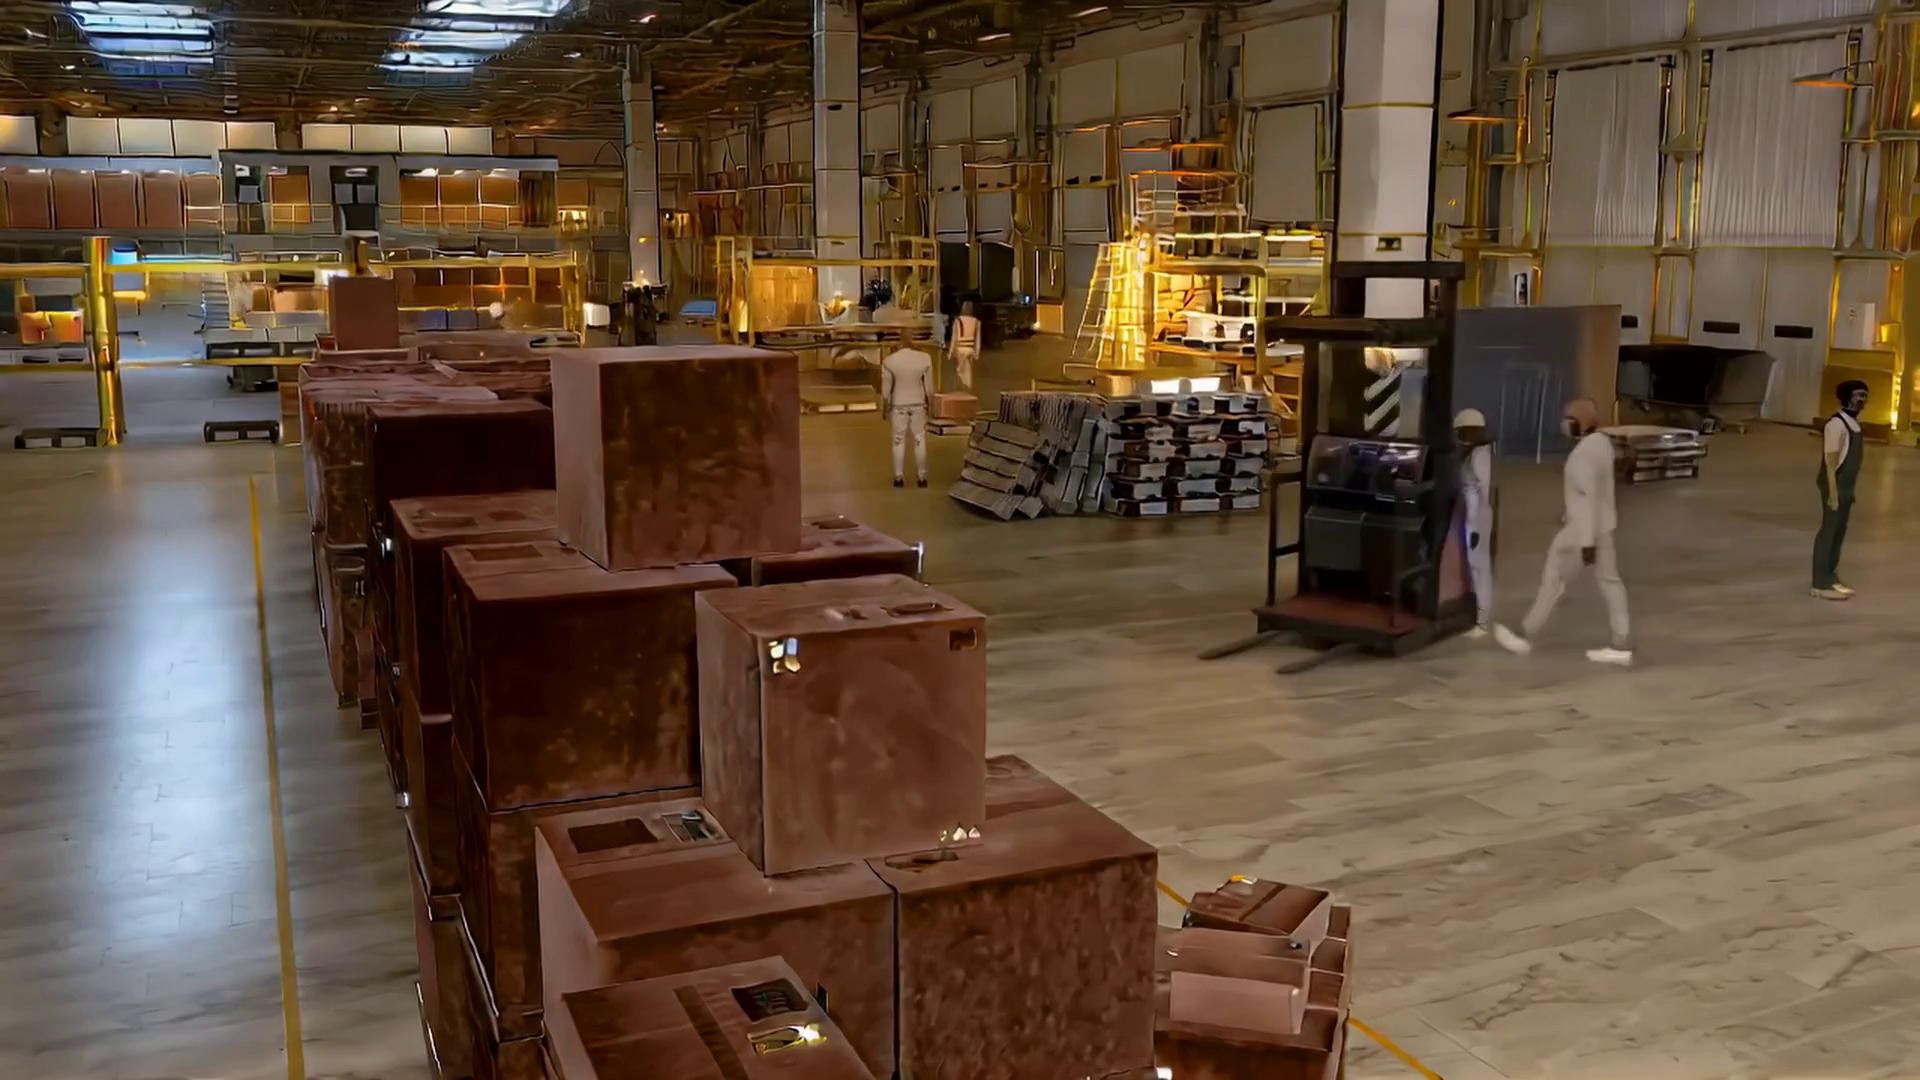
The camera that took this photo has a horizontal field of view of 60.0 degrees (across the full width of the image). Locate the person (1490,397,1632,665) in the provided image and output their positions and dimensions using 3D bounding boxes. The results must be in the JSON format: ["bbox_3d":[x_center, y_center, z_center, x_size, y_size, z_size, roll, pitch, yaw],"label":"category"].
[{"bbox_3d":[4.335,-0.075,11.825,1.034,1.877,0.659,8,13,38],"label":"person"}]

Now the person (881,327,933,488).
[{"bbox_3d":[-0.635,-1.584,20.022,0.629,1.936,0.372,-1,10,-3],"label":"person"}]

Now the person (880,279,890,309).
[{"bbox_3d":[-2.508,-7.691,54.432,0.779,1.665,0.552,-6,12,-31],"label":"person"}]

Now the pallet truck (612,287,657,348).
[{"bbox_3d":[-6.464,-4.406,35.401,0.823,1.965,1.885,6,12,32],"label":"pallet truck"}]

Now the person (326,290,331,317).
[{"bbox_3d":[-18.283,-6.734,48.699,0.529,1.836,0.941,-8,13,-38],"label":"person"}]

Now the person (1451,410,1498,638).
[{"bbox_3d":[3.862,-0.118,12.571,0.554,1.708,0.513,3,11,14],"label":"person"}]

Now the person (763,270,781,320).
[{"bbox_3d":[-6.911,-9.004,61.112,0.654,1.867,0.907,-2,11,-13],"label":"person"}]

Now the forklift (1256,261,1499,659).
[{"bbox_3d":[3.252,-0.703,12.558,1.129,2.768,1.873,9,13,40],"label":"forklift"}]

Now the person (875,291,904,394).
[{"bbox_3d":[-1.371,-3.774,31.928,0.622,1.992,0.394,6,12,29],"label":"person"}]

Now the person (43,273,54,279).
[{"bbox_3d":[-24.894,-6.275,45.576,0.616,2.041,0.381,0,10,0],"label":"person"}]

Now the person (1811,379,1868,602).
[{"bbox_3d":[7.336,-0.419,13.848,0.345,1.847,0.508,9,14,42],"label":"person"}]

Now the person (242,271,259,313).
[{"bbox_3d":[-23.508,-7.985,55.359,0.853,1.906,0.664,-9,14,-41],"label":"person"}]

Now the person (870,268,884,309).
[{"bbox_3d":[-2.972,-8.911,60.457,0.590,1.913,0.541,-1,10,-4],"label":"person"}]

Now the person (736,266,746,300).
[{"bbox_3d":[-8.771,-9.943,66.058,0.609,1.948,0.389,1,10,3],"label":"person"}]

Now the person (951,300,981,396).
[{"bbox_3d":[0.134,-3.497,30.748,0.607,1.871,0.583,-6,12,-28],"label":"person"}]

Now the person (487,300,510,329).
[{"bbox_3d":[-8.801,-3.644,31.677,0.447,1.821,0.660,-8,13,-38],"label":"person"}]
